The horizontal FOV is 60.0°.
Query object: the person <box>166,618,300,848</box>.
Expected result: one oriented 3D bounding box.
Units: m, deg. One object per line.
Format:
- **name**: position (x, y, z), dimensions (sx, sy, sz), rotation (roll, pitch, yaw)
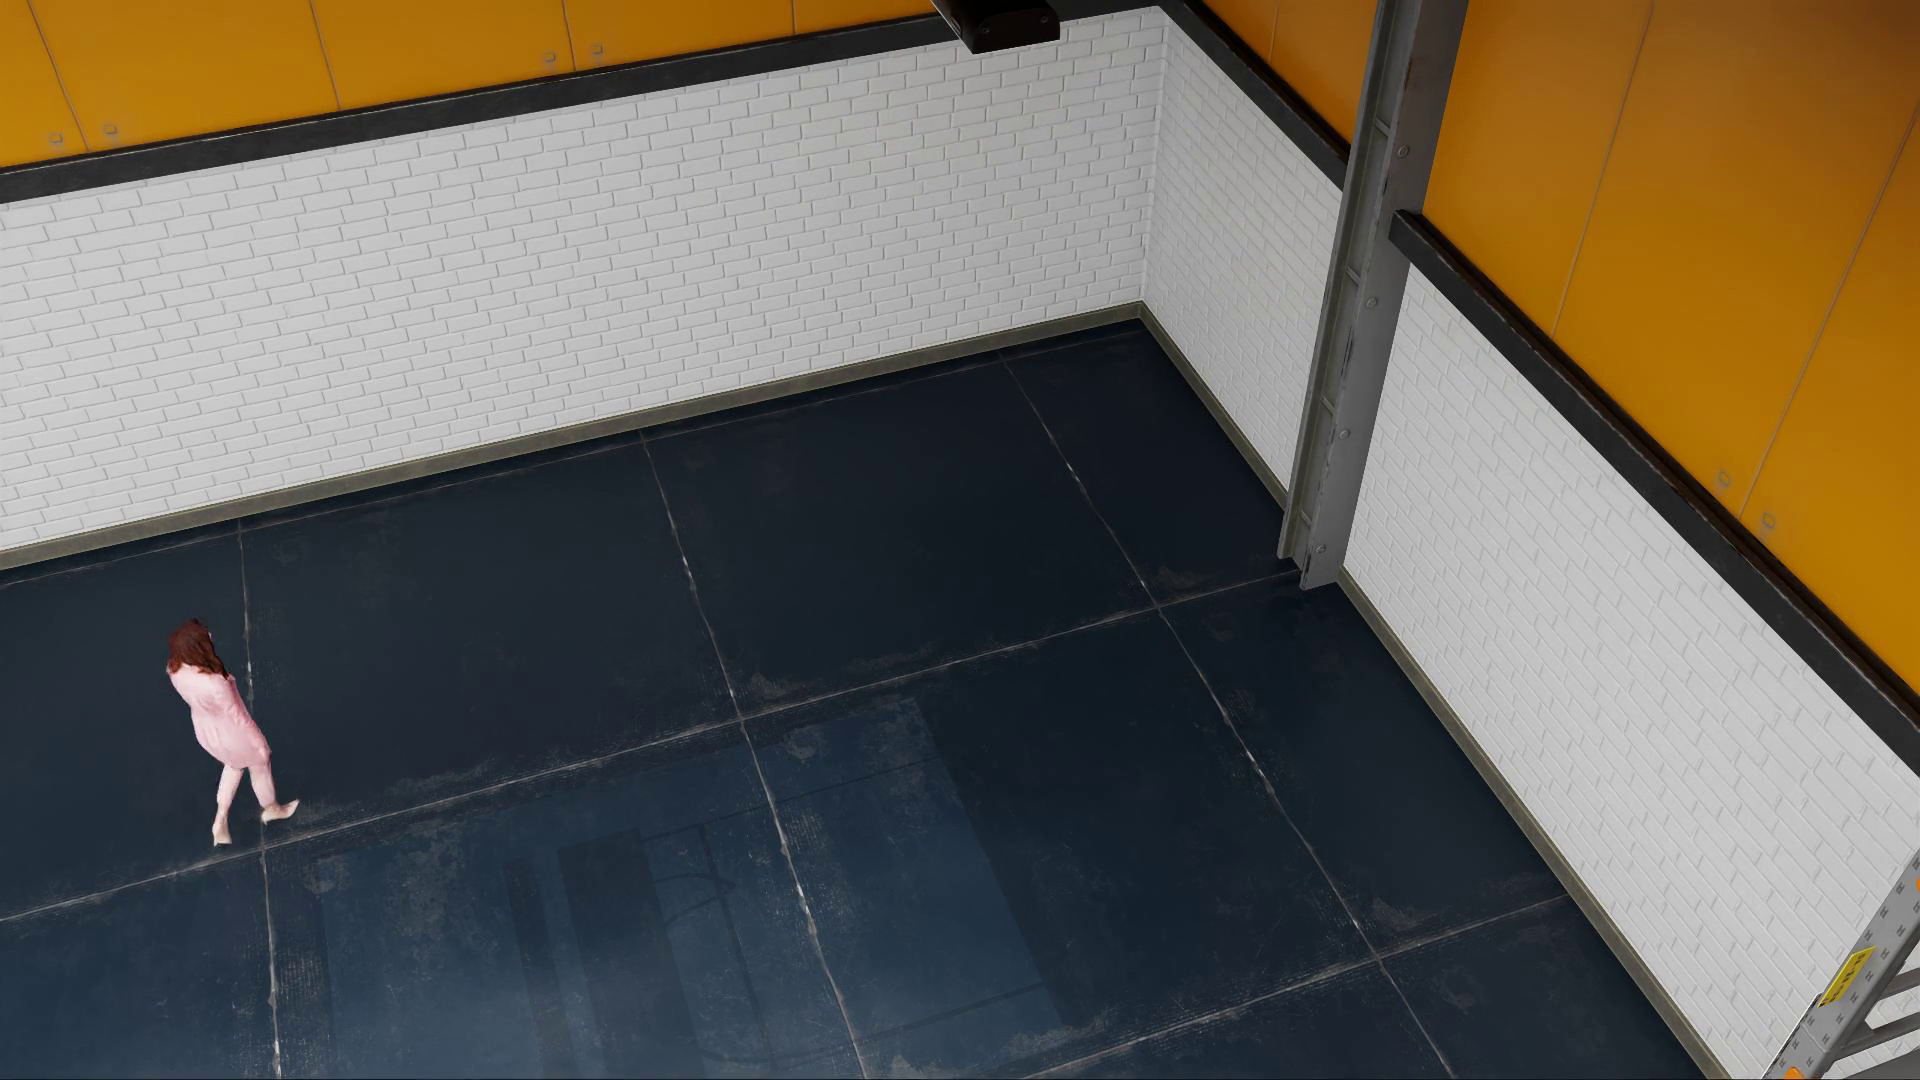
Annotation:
- **person**: position (-4.279, 1.171, 9.596), dimensions (0.899, 1.788, 0.956), rotation (18, 47, 18)
